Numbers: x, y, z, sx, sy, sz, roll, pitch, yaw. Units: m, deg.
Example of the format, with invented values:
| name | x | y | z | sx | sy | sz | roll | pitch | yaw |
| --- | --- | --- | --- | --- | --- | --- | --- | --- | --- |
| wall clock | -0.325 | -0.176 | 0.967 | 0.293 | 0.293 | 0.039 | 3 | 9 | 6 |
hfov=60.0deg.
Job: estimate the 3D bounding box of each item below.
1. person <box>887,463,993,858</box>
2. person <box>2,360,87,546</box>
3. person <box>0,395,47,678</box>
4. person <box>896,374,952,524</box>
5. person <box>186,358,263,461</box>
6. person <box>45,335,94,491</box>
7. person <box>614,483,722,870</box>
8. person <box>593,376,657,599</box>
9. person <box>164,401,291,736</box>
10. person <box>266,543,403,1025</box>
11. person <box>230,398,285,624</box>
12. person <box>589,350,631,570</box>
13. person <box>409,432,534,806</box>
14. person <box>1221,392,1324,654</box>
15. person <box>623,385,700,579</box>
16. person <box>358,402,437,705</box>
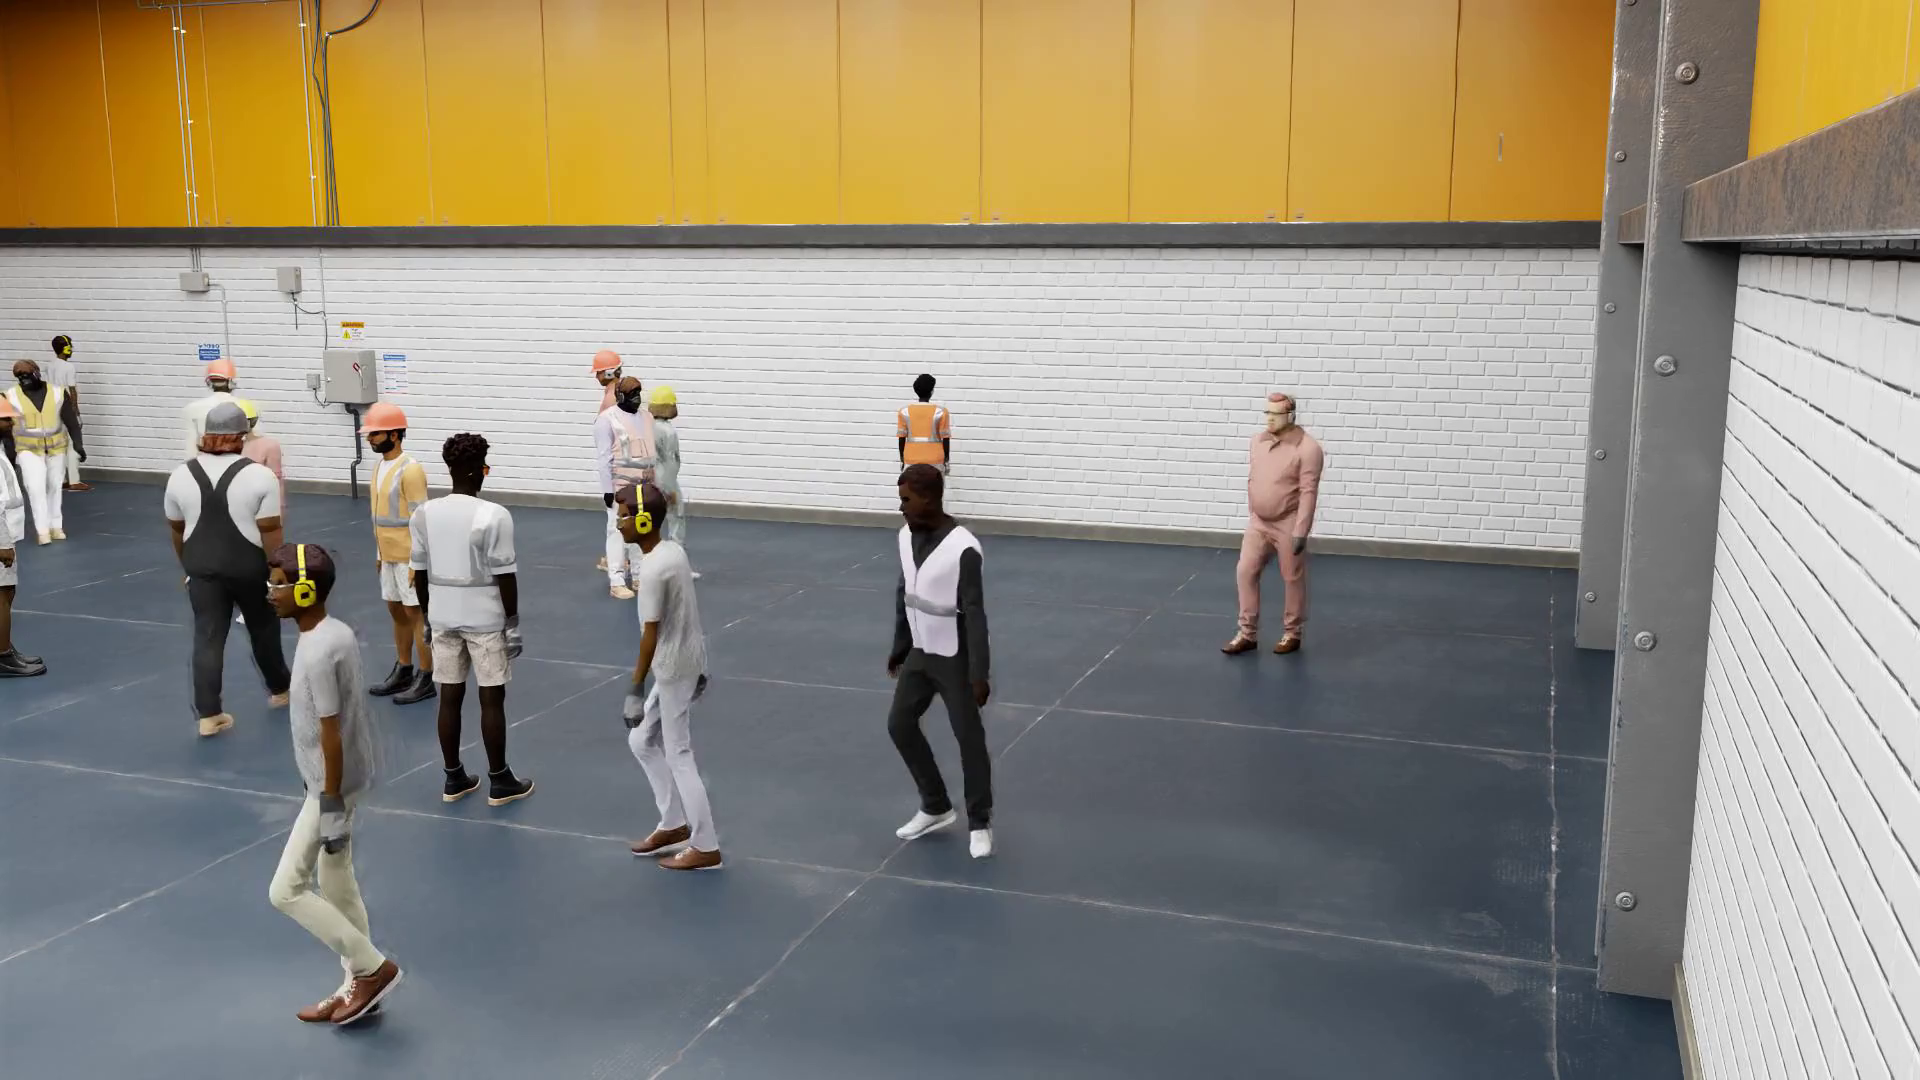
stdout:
| name | x | y | z | sx | sy | sz | roll | pitch | yaw |
| --- | --- | --- | --- | --- | --- | --- | --- | --- | --- |
| person | -0.102 | 0.565 | 8.058 | 0.450 | 1.888 | 0.700 | -8 | 13 | -37 |
| person | -8.945 | -0.853 | 16.270 | 0.648 | 1.804 | 0.759 | -8 | 13 | -40 |
| person | -6.497 | -0.035 | 11.294 | 0.349 | 1.942 | 0.545 | -6 | 12 | -31 |
| person | -0.343 | -0.749 | 16.005 | 0.537 | 1.695 | 0.320 | 2 | 10 | 11 |
| person | -6.400 | -0.609 | 14.529 | 0.644 | 1.950 | 1.029 | -1 | 10 | -6 |
| person | -10.644 | -1.502 | 19.816 | 0.511 | 1.856 | 0.331 | 6 | 11 | 29 |
| person | -1.393 | 0.643 | 7.769 | 0.608 | 1.837 | 0.605 | 0 | 10 | 1 |
| person | -2.742 | -0.445 | 13.886 | 0.429 | 1.845 | 0.621 | 7 | 12 | 33 |
| person | -4.443 | 0.115 | 10.175 | 0.692 | 2.000 | 1.007 | 0 | 10 | -2 |
| person | -2.375 | 0.922 | 6.160 | 0.398 | 1.853 | 0.554 | -2 | 10 | -14 |
| person | -5.505 | -0.243 | 12.995 | 0.537 | 1.749 | 0.489 | 1 | 10 | 5 |
| person | -3.130 | -0.727 | 15.059 | 0.386 | 1.989 | 0.608 | -1 | 10 | -4 |
| person | -2.561 | 0.413 | 8.704 | 0.607 | 1.966 | 0.374 | 3 | 11 | 19 |
| person | 2.194 | -0.095 | 11.769 | 0.782 | 1.879 | 0.663 | -9 | 13 | -41 |
| person | -2.644 | -0.475 | 14.384 | 0.719 | 1.724 | 0.485 | -8 | 13 | -38 |
| person | -3.602 | 0.084 | 10.635 | 0.379 | 1.938 | 0.547 | -10 | 14 | -44 |
